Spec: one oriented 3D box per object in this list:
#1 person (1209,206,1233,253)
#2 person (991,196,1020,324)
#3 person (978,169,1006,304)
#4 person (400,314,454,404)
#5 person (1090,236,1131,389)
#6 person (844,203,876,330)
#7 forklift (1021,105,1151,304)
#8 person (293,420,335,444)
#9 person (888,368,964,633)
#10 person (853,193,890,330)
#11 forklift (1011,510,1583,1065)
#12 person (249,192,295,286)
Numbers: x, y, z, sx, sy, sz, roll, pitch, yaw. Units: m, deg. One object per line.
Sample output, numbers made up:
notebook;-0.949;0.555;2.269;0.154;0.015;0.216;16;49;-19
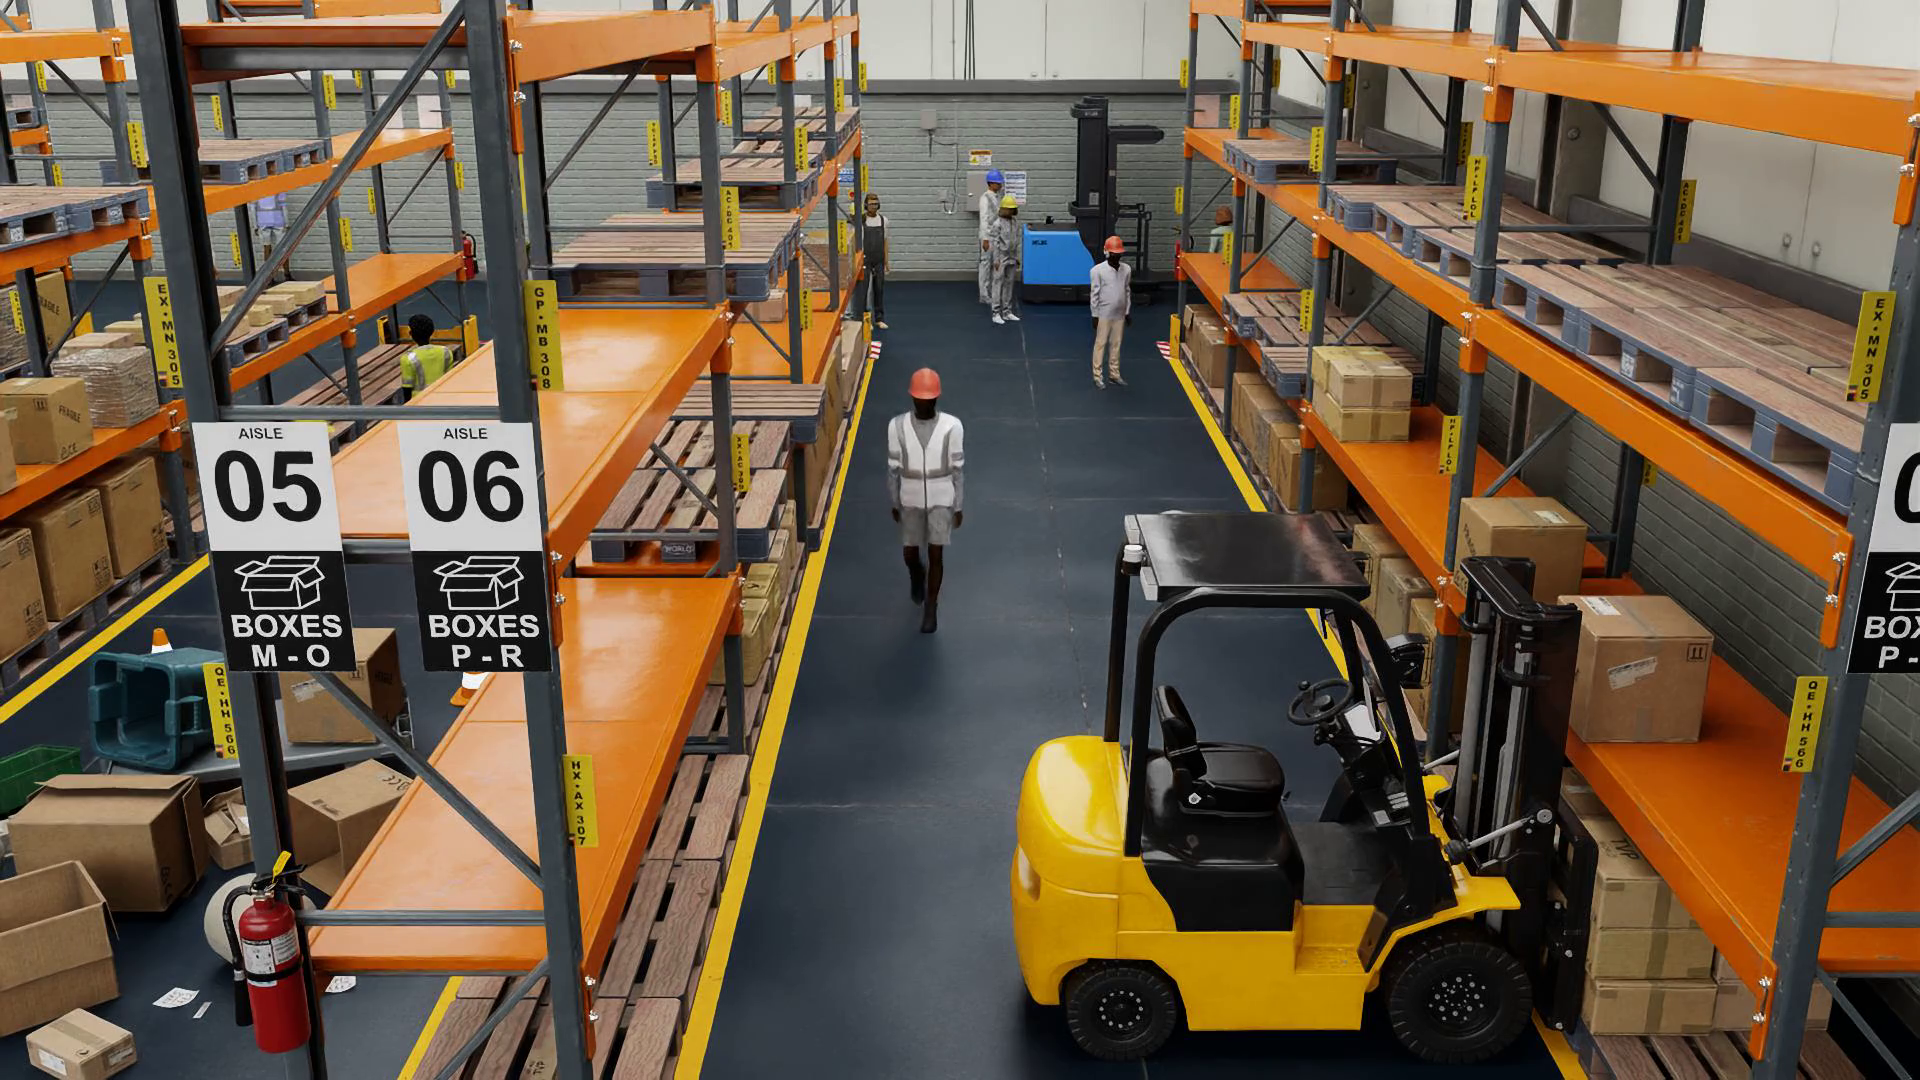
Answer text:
person;3.622;-3.744;22.797;0.507;1.622;0.332;-10;21;-27
person;0.657;-3.881;23.007;0.312;1.744;0.487;17;25;42
person;0.475;-4.458;24.430;0.406;1.946;0.608;8;20;22
person;-4.753;-1.184;14.933;0.320;1.693;0.534;14;23;35
person;1.752;-2.630;19.209;0.563;1.752;0.328;-11;21;-30
person;-1.369;-3.686;22.435;0.486;1.736;0.320;-3;18;-8
forklift;1.857;-4.944;24.441;1.873;2.768;1.129;0;18;0
person;-4.407;-0.061;11.453;0.380;1.755;0.540;0;18;-1
person;-0.238;-0.314;11.948;0.546;1.922;0.570;1;18;3
person;-1.184;-3.747;22.443;0.508;1.846;0.345;-8;20;-24
forklift;1.387;1.055;7.378;2.313;2.155;1.214;0;18;0
person;-10.729;-4.936;25.903;0.544;1.933;0.376;-4;19;-12
